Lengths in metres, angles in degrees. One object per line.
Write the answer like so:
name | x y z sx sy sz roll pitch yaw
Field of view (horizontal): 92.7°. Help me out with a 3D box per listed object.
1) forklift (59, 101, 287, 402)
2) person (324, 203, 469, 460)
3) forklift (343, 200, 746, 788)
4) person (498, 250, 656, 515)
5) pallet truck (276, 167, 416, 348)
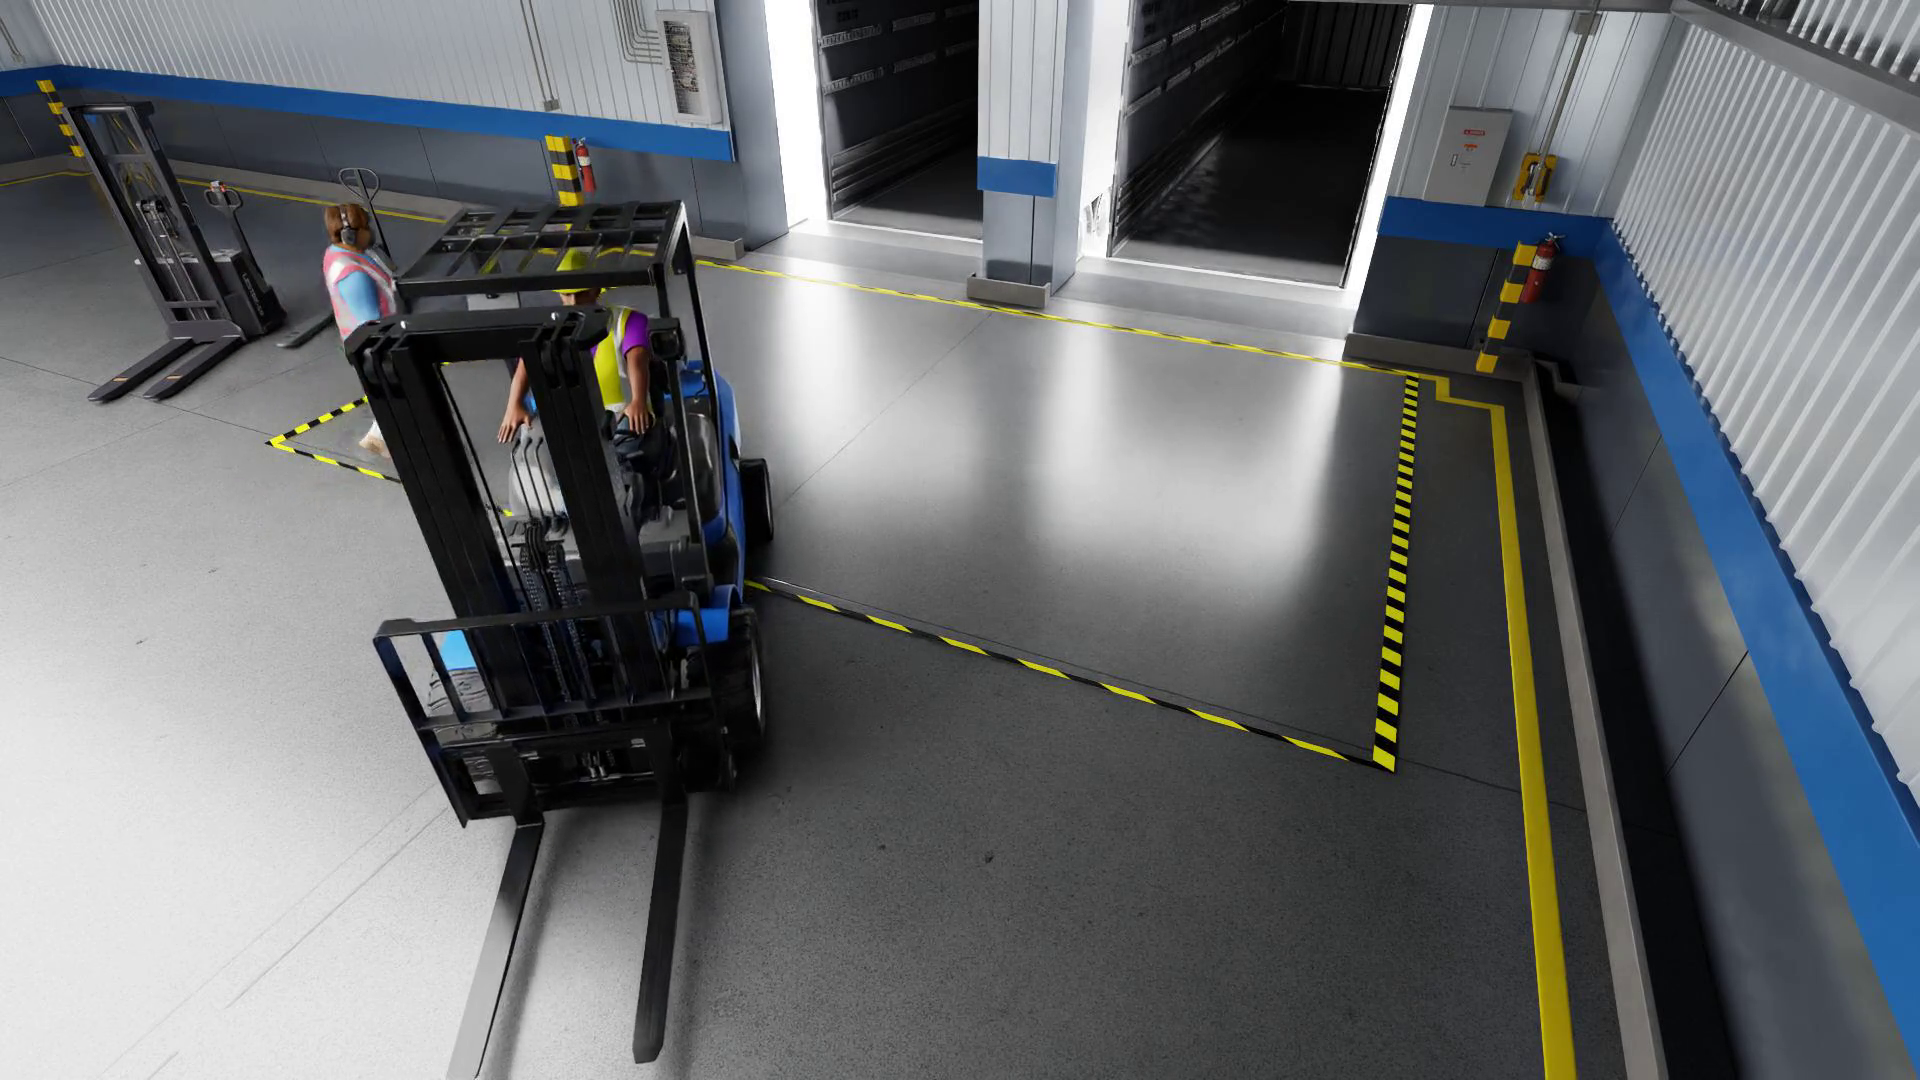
forklift | -6.686 -2.387 7.434 0.823 1.965 1.885 -3 35 -5
person | -3.776 -1.221 5.921 0.611 1.824 0.633 -18 39 -24
forklift | -1.708 -0.439 4.337 1.157 2.036 2.680 -5 35 -7
person | -1.706 -0.558 4.180 0.635 1.294 1.004 -5 35 -7
pallet truck | -5.732 -2.611 8.414 0.680 1.201 1.601 -1 35 -1
